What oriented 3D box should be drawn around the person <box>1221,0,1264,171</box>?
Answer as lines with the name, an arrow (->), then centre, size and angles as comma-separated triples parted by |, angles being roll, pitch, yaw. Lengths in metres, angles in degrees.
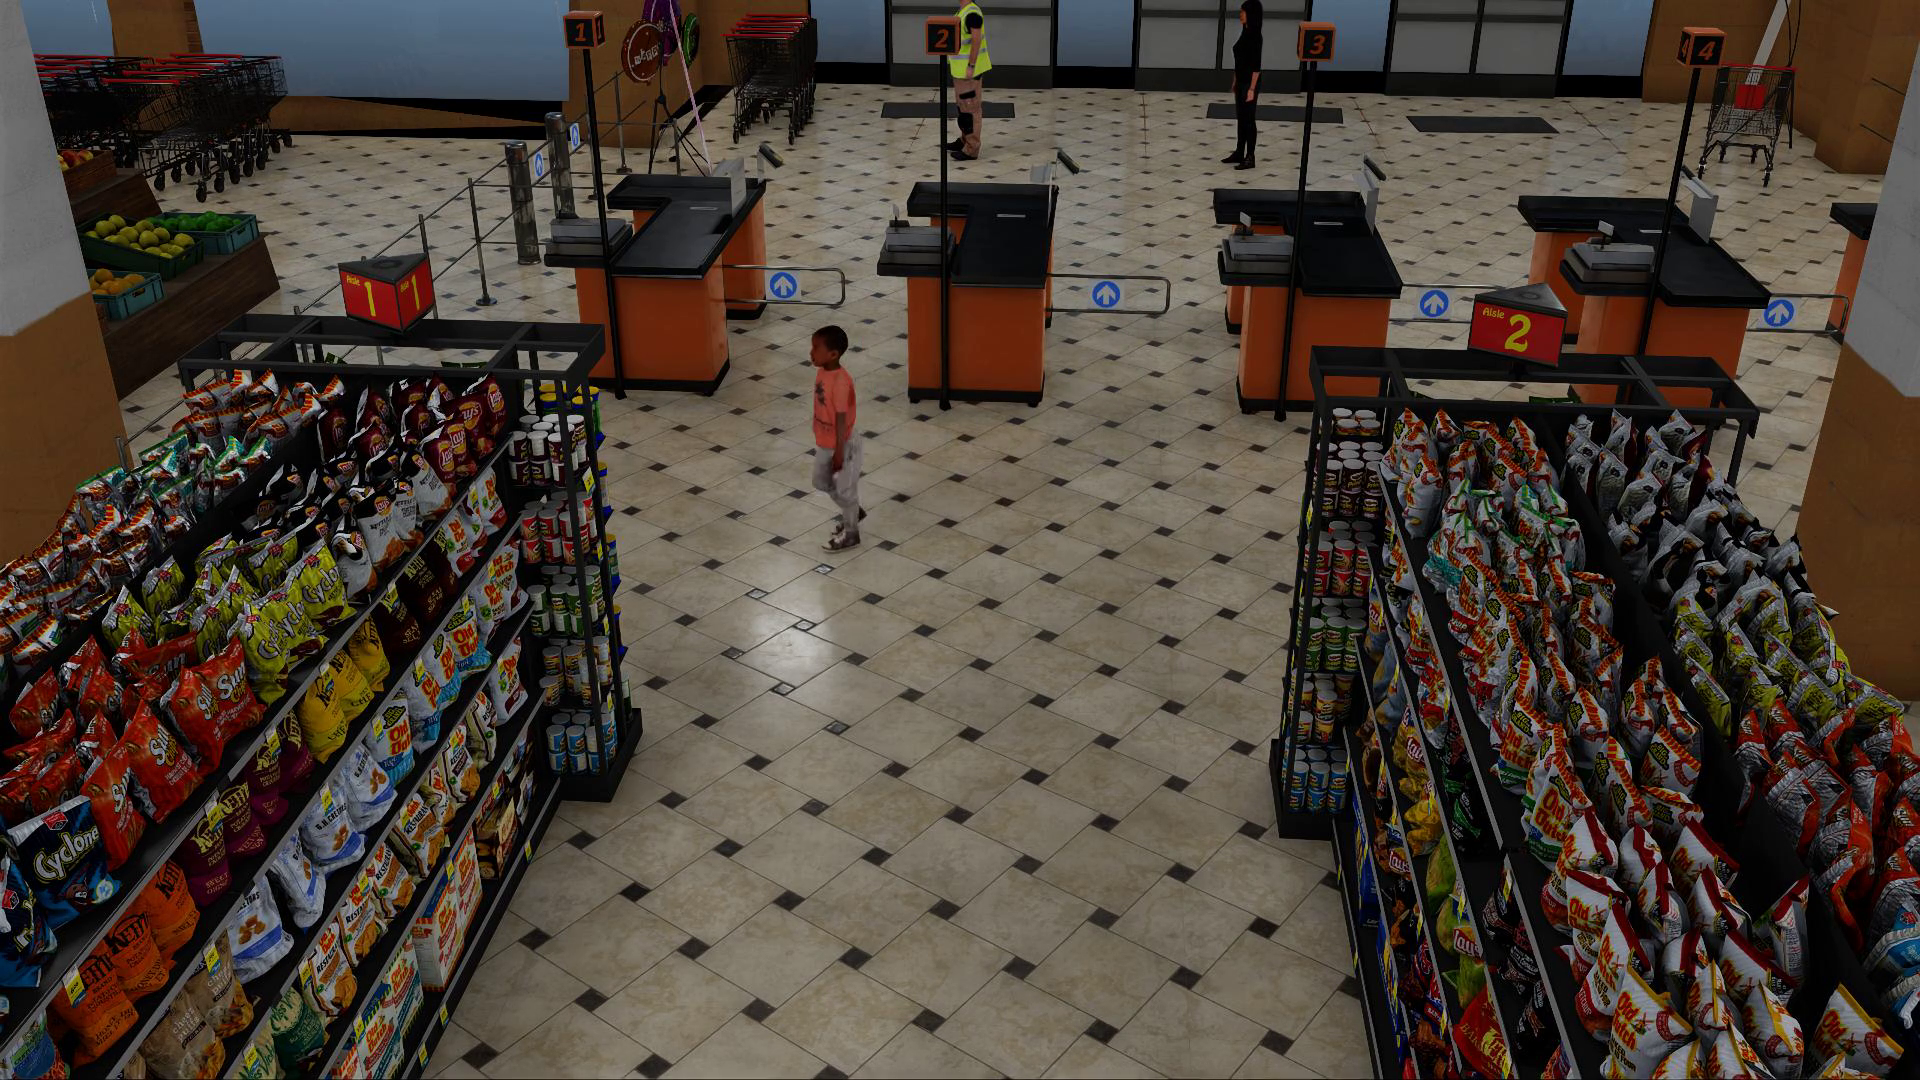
person -> 2.887, -4.572, 16.674 | 0.707, 1.642, 0.562 | -8, 28, -15

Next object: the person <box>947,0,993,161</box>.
person -> 0.062, -4.838, 16.973 | 0.833, 1.846, 0.736 | -4, 27, -8

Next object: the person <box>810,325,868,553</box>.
person -> -0.609, -0.561, 9.142 | 0.664, 1.301, 0.600 | -14, 30, -25
